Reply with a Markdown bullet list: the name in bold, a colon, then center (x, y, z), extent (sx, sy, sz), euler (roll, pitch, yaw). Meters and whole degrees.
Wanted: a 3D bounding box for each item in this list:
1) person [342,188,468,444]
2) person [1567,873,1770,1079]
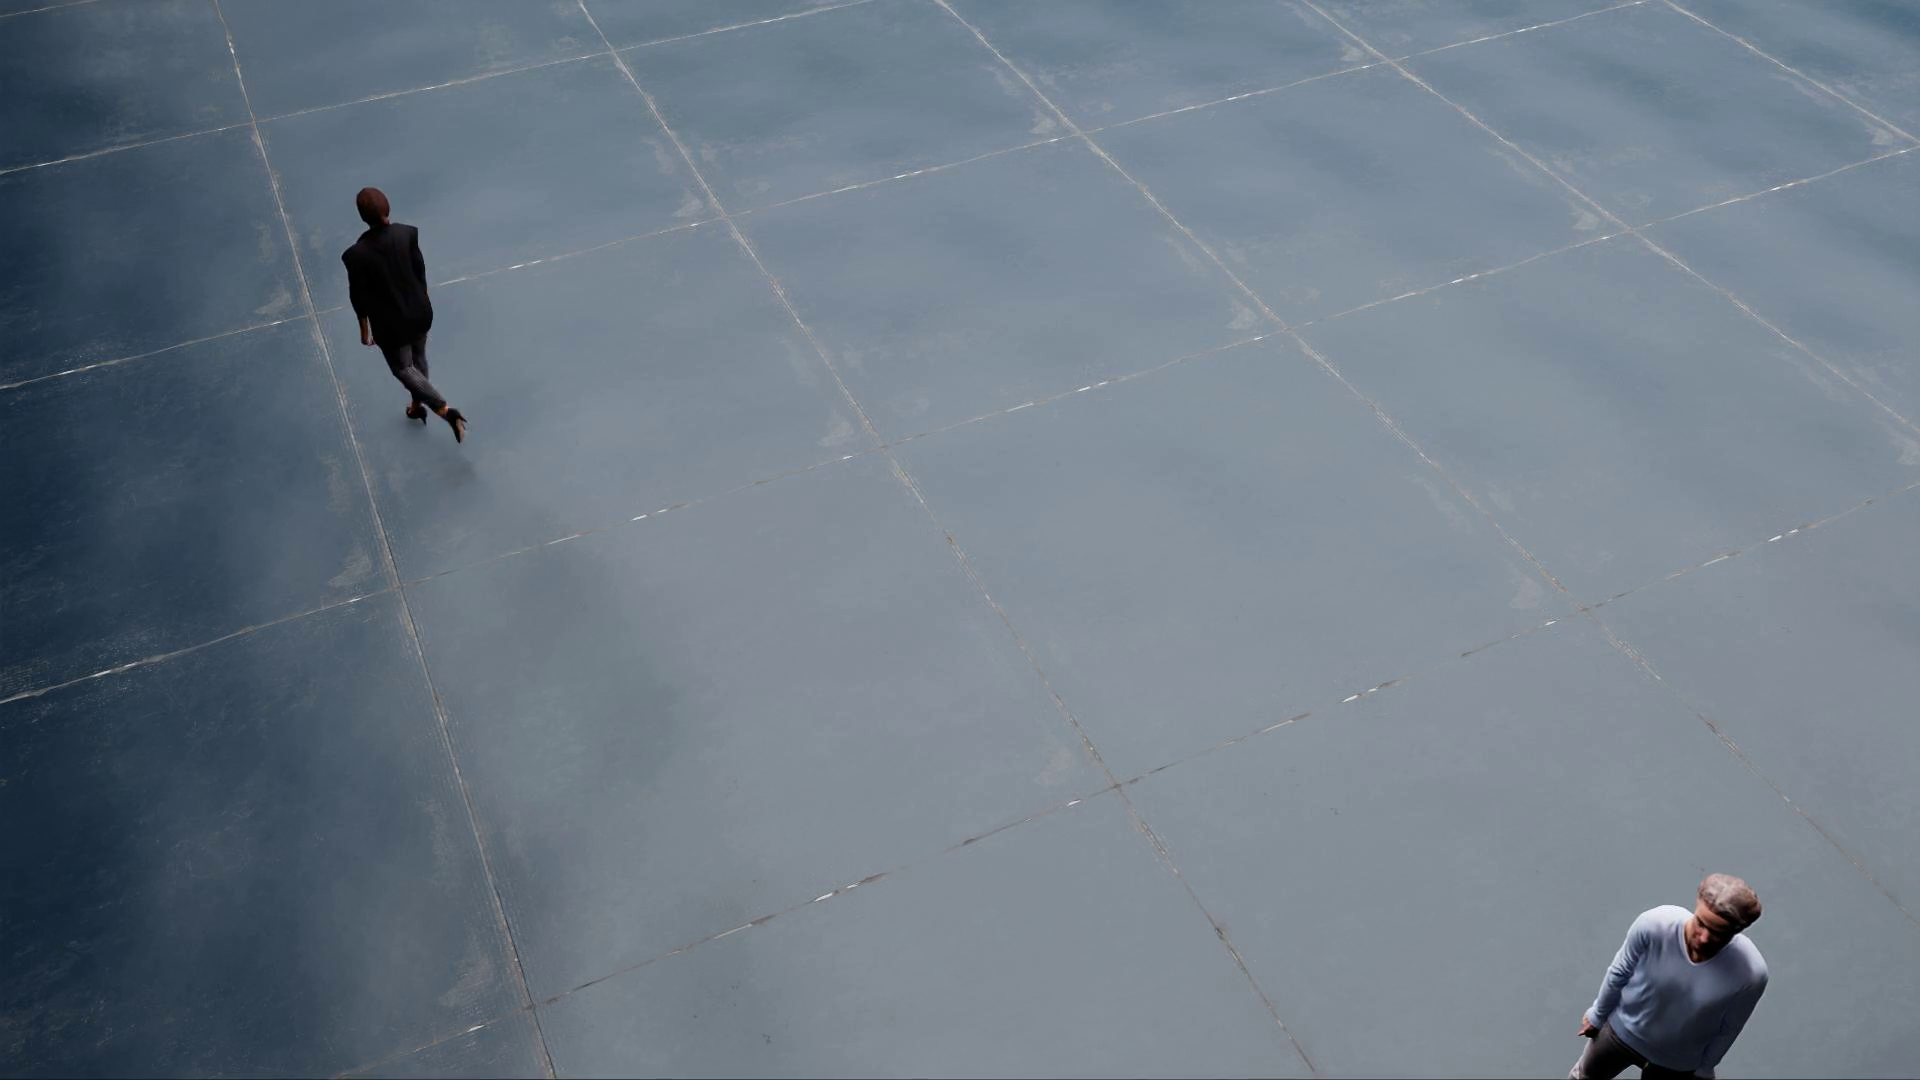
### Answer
- **person**: center (-3.283, -1.273, 9.899), extent (1.079, 1.693, 0.890), euler (31, 51, 30)
- **person**: center (2.624, 1.869, 6.289), extent (0.698, 1.894, 0.806), euler (24, 48, 24)
